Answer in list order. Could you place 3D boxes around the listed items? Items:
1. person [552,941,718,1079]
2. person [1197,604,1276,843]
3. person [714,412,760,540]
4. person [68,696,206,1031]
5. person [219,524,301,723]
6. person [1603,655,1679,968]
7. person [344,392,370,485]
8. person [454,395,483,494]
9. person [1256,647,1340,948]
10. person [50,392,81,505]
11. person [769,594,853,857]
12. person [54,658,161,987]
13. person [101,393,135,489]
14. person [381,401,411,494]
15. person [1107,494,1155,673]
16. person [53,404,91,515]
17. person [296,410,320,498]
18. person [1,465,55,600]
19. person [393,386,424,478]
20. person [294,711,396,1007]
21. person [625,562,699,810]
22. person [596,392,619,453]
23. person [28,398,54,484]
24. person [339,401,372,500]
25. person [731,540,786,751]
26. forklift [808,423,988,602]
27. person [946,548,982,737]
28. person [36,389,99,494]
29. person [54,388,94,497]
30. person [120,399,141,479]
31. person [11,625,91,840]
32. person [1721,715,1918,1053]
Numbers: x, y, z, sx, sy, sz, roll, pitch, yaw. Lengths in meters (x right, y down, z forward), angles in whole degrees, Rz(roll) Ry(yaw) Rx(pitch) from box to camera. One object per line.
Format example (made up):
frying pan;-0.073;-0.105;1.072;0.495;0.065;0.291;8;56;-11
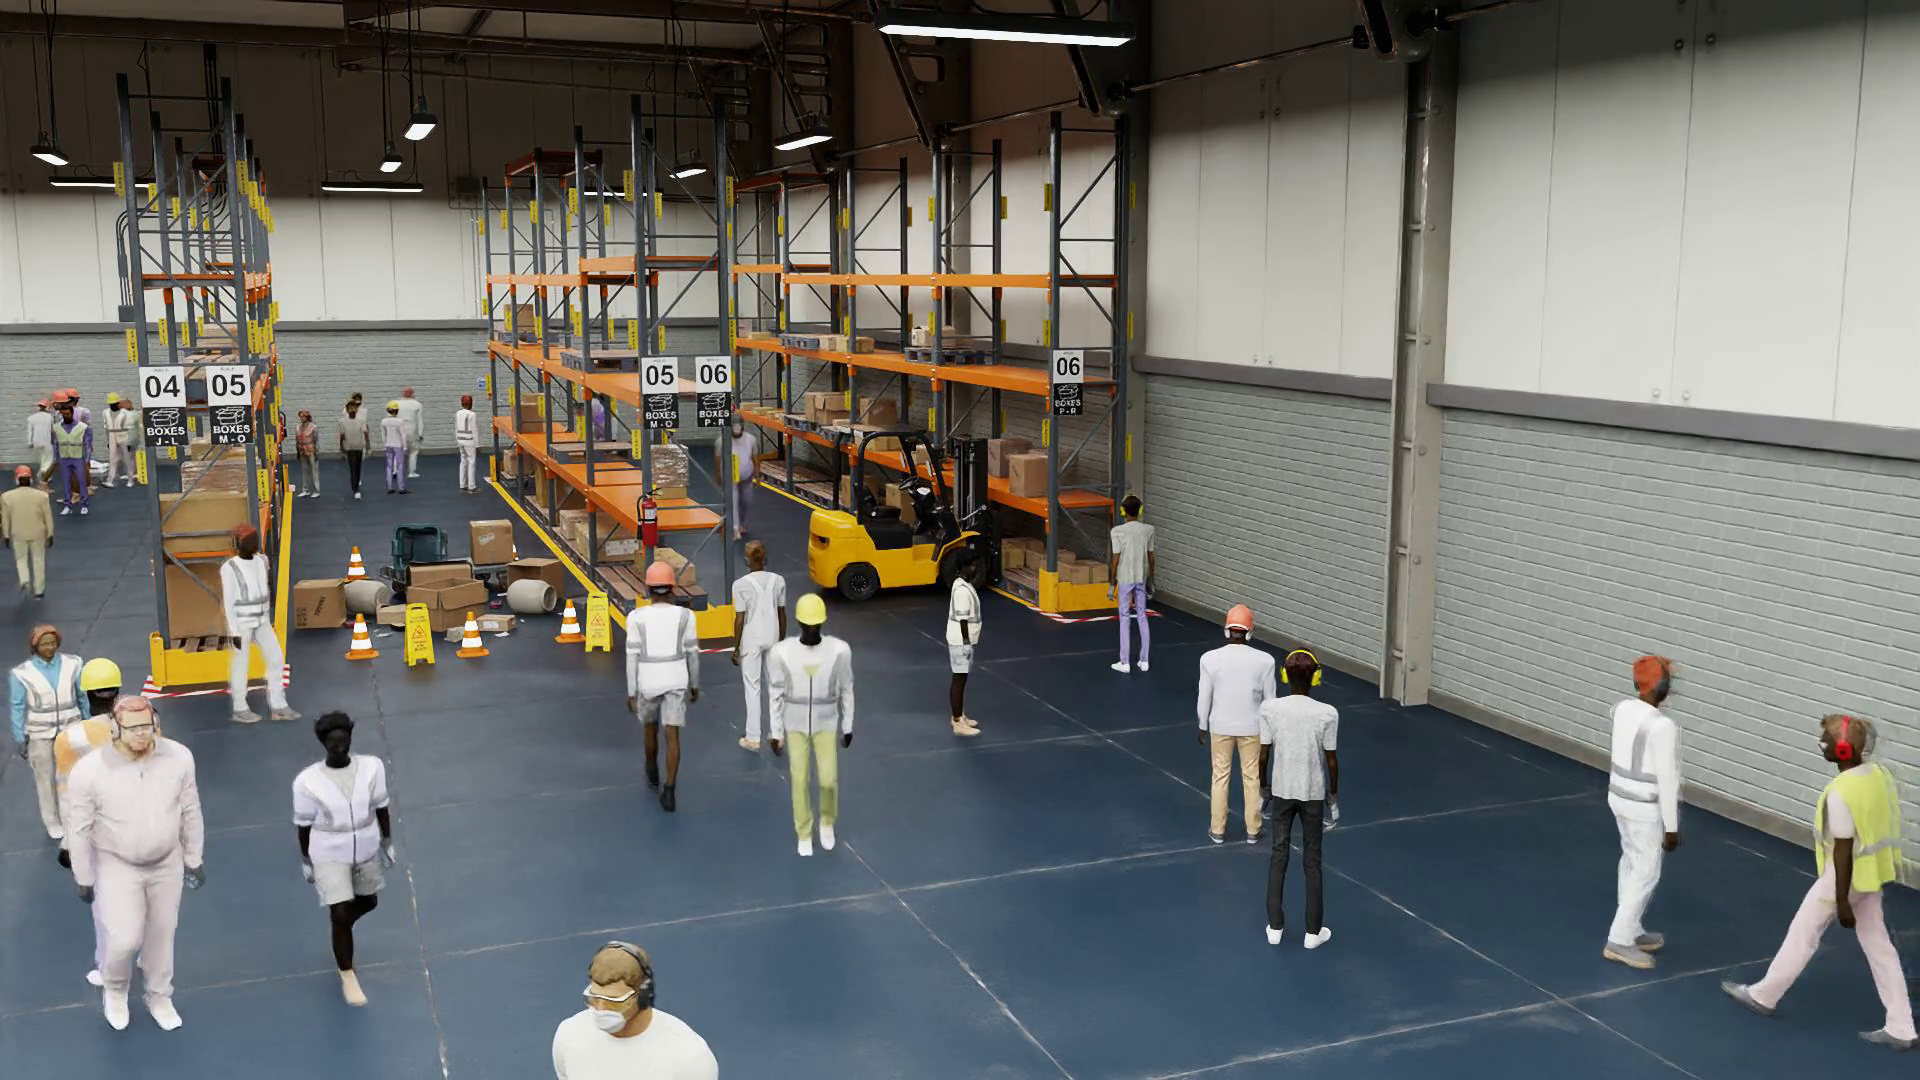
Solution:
person;-1.108;2.275;5.678;0.627;1.933;0.366;4;10;22
person;2.015;1.337;12.135;0.573;1.748;0.342;1;9;6
person;-3.535;-1.057;26.298;0.686;2.000;0.886;-3;10;-19
person;-4.421;1.764;9.009;0.435;1.895;0.644;8;12;40
person;-6.426;0.785;15.249;0.779;1.856;0.616;3;10;20
person;4.100;1.616;9.961;0.423;1.876;0.654;-1;9;-5
person;-12.024;-2.032;33.082;0.534;1.844;0.630;-7;11;-37
person;-9.375;-1.822;31.647;0.582;1.879;0.347;7;11;37
person;2.083;1.577;10.241;0.514;1.876;0.328;3;10;21
person;-16.155;-1.647;30.007;0.615;2.042;0.372;9;12;43
person;-1.052;1.310;11.794;0.598;1.912;0.437;-1;9;-5
person;-4.956;1.645;9.725;0.430;1.911;0.586;7;12;39
person;-16.302;-1.906;32.171;0.608;1.865;1.004;0;9;1
person;-10.714;-1.755;31.547;0.524;1.772;0.309;3;10;19
person;1.785;0.452;17.355;0.518;1.865;0.323;-3;9;-17
person;-15.377;-1.397;28.826;0.590;1.918;0.386;-2;9;-11
person;-12.152;-1.605;31.001;0.514;1.642;0.314;4;10;23
person;-11.842;-0.090;21.155;0.591;1.731;0.411;-5;10;-27
person;-11.281;-2.186;33.944;0.673;1.877;0.585;0;9;2
person;-3.579;1.775;9.604;0.532;1.674;0.710;-8;12;-41
person;-2.349;1.105;13.138;0.569;1.890;0.982;-2;9;-13
person;-7.095;-2.082;33.421;0.429;1.837;0.627;-8;12;-40
person;-18.093;-1.935;32.808;0.580;1.725;0.629;0;9;2
person;-11.302;-1.703;31.069;0.528;1.822;1.004;-5;10;-29
person;-1.749;0.917;14.494;0.508;1.842;0.332;-6;11;-32
forklift;-0.830;-0.399;21.676;2.313;2.155;1.214;-4;10;-21
person;0.036;0.911;15.008;0.322;1.692;0.531;0;9;-1
person;-17.045;-1.861;31.539;1.044;1.992;0.604;-4;10;-25
person;-16.505;-1.805;31.019;0.605;2.037;0.394;-5;10;-27
person;-16.940;-2.055;33.895;0.292;1.623;0.508;6;11;34
person;-6.511;1.422;12.008;0.546;1.608;0.757;-8;12;-43
person;4.739;1.818;8.993;0.573;1.788;0.995;-7;11;-38
